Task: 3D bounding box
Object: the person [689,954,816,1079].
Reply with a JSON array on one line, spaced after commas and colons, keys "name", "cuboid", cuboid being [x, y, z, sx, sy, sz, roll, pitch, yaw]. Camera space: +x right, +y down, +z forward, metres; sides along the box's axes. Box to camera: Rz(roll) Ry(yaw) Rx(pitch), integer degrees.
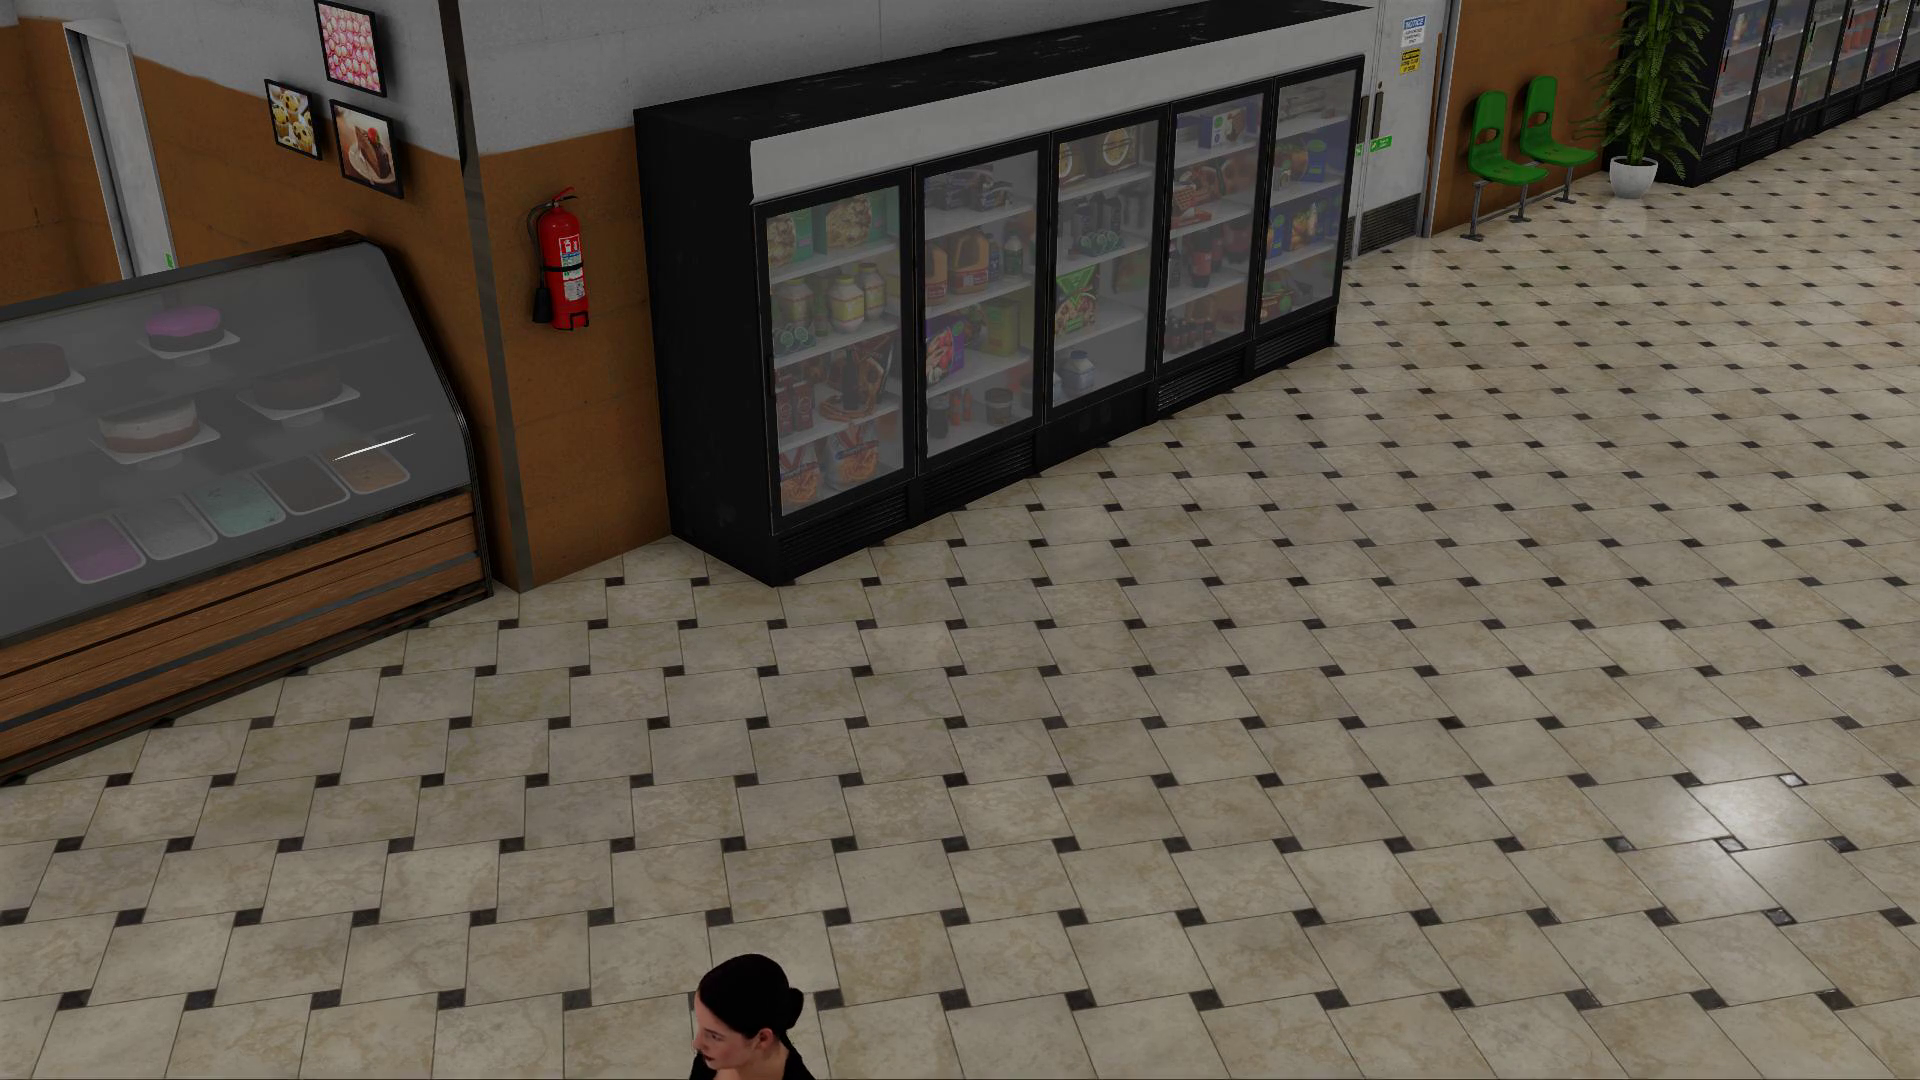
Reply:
[{"name": "person", "cuboid": [-0.420, 1.644, 3.847, 0.788, 1.755, 0.641, -14, 30, -26]}]
